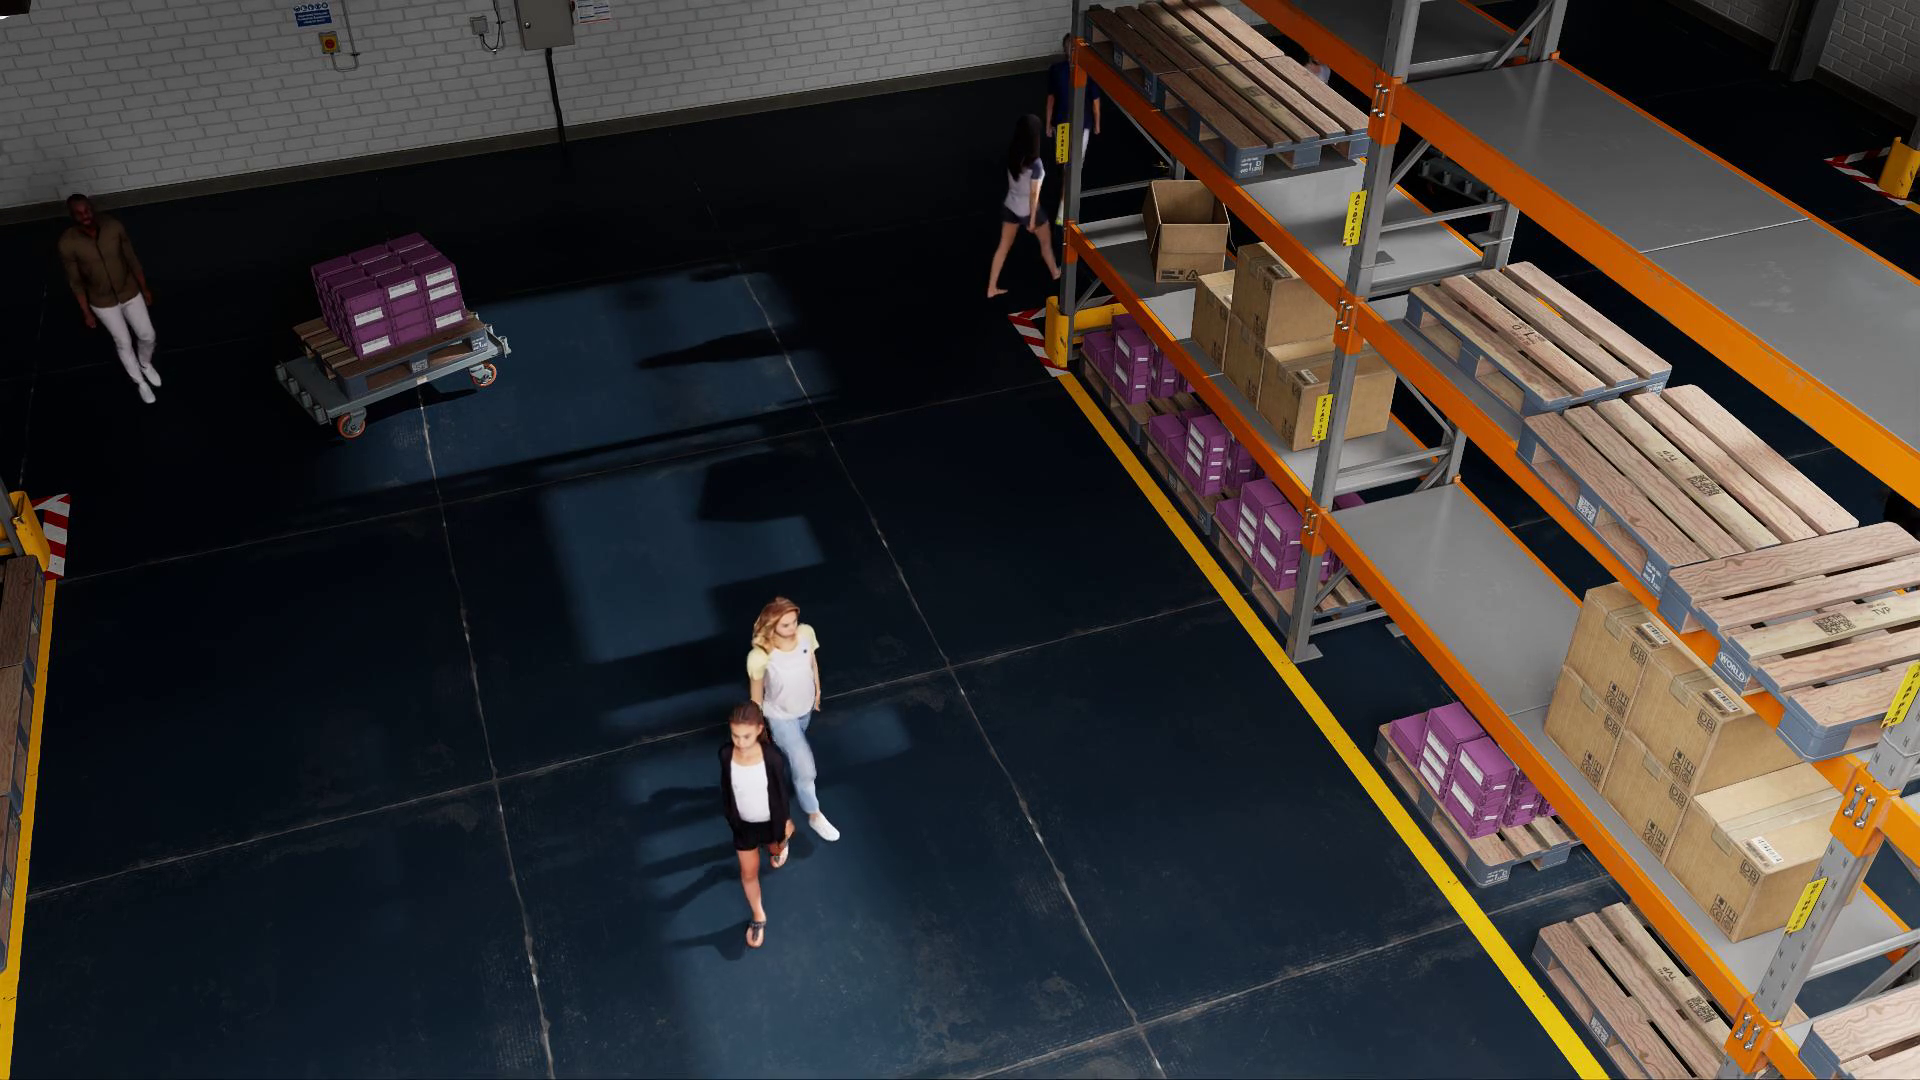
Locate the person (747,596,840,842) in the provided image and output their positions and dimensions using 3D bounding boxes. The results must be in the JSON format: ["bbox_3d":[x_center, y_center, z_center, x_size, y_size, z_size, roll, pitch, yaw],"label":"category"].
[{"bbox_3d":[-1.059,0.952,9.652,1.224,1.689,0.970,30,47,32],"label":"person"}]

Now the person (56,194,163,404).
[{"bbox_3d":[-6.724,-1.947,13.188,0.831,1.806,0.802,-28,46,-31],"label":"person"}]

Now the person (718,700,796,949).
[{"bbox_3d":[-1.093,1.453,9.154,0.810,1.528,1.080,2,39,2],"label":"person"}]

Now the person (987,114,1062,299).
[{"bbox_3d":[0.480,-2.841,14.425,0.928,1.659,1.126,-28,46,-30],"label":"person"}]

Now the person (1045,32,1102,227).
[{"bbox_3d":[1.022,-3.813,15.540,1.156,1.788,1.248,14,41,17],"label":"person"}]
